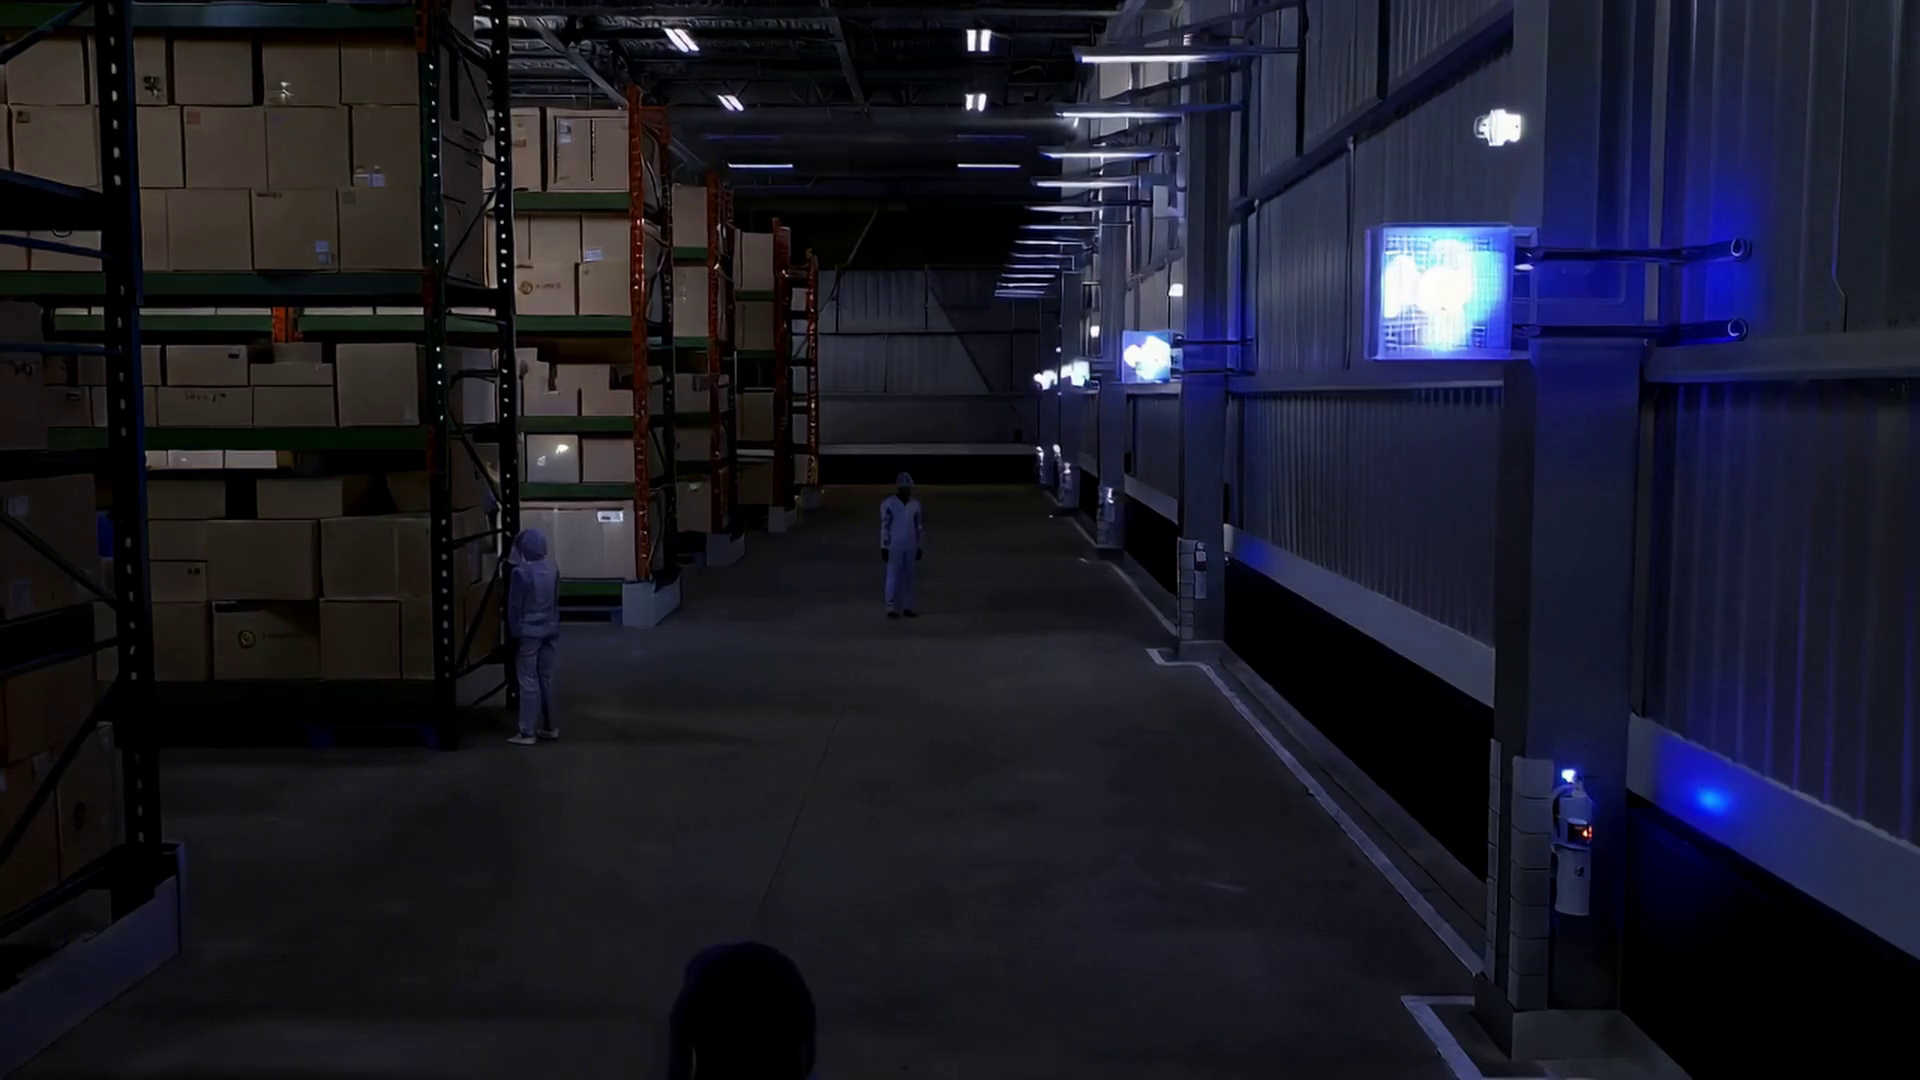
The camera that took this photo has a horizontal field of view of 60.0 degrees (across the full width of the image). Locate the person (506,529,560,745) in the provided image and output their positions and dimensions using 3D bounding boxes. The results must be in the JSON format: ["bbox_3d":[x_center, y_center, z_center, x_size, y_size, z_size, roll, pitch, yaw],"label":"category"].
[{"bbox_3d":[-3.221,0.730,12.608,0.321,1.631,0.526,3,6,28],"label":"person"}]

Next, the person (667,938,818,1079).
[{"bbox_3d":[-0.338,1.498,2.506,0.658,1.828,0.446,-2,5,-26],"label":"person"}]

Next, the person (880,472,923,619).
[{"bbox_3d":[-0.677,0.065,19.709,0.564,1.743,0.351,-3,6,-31],"label":"person"}]
